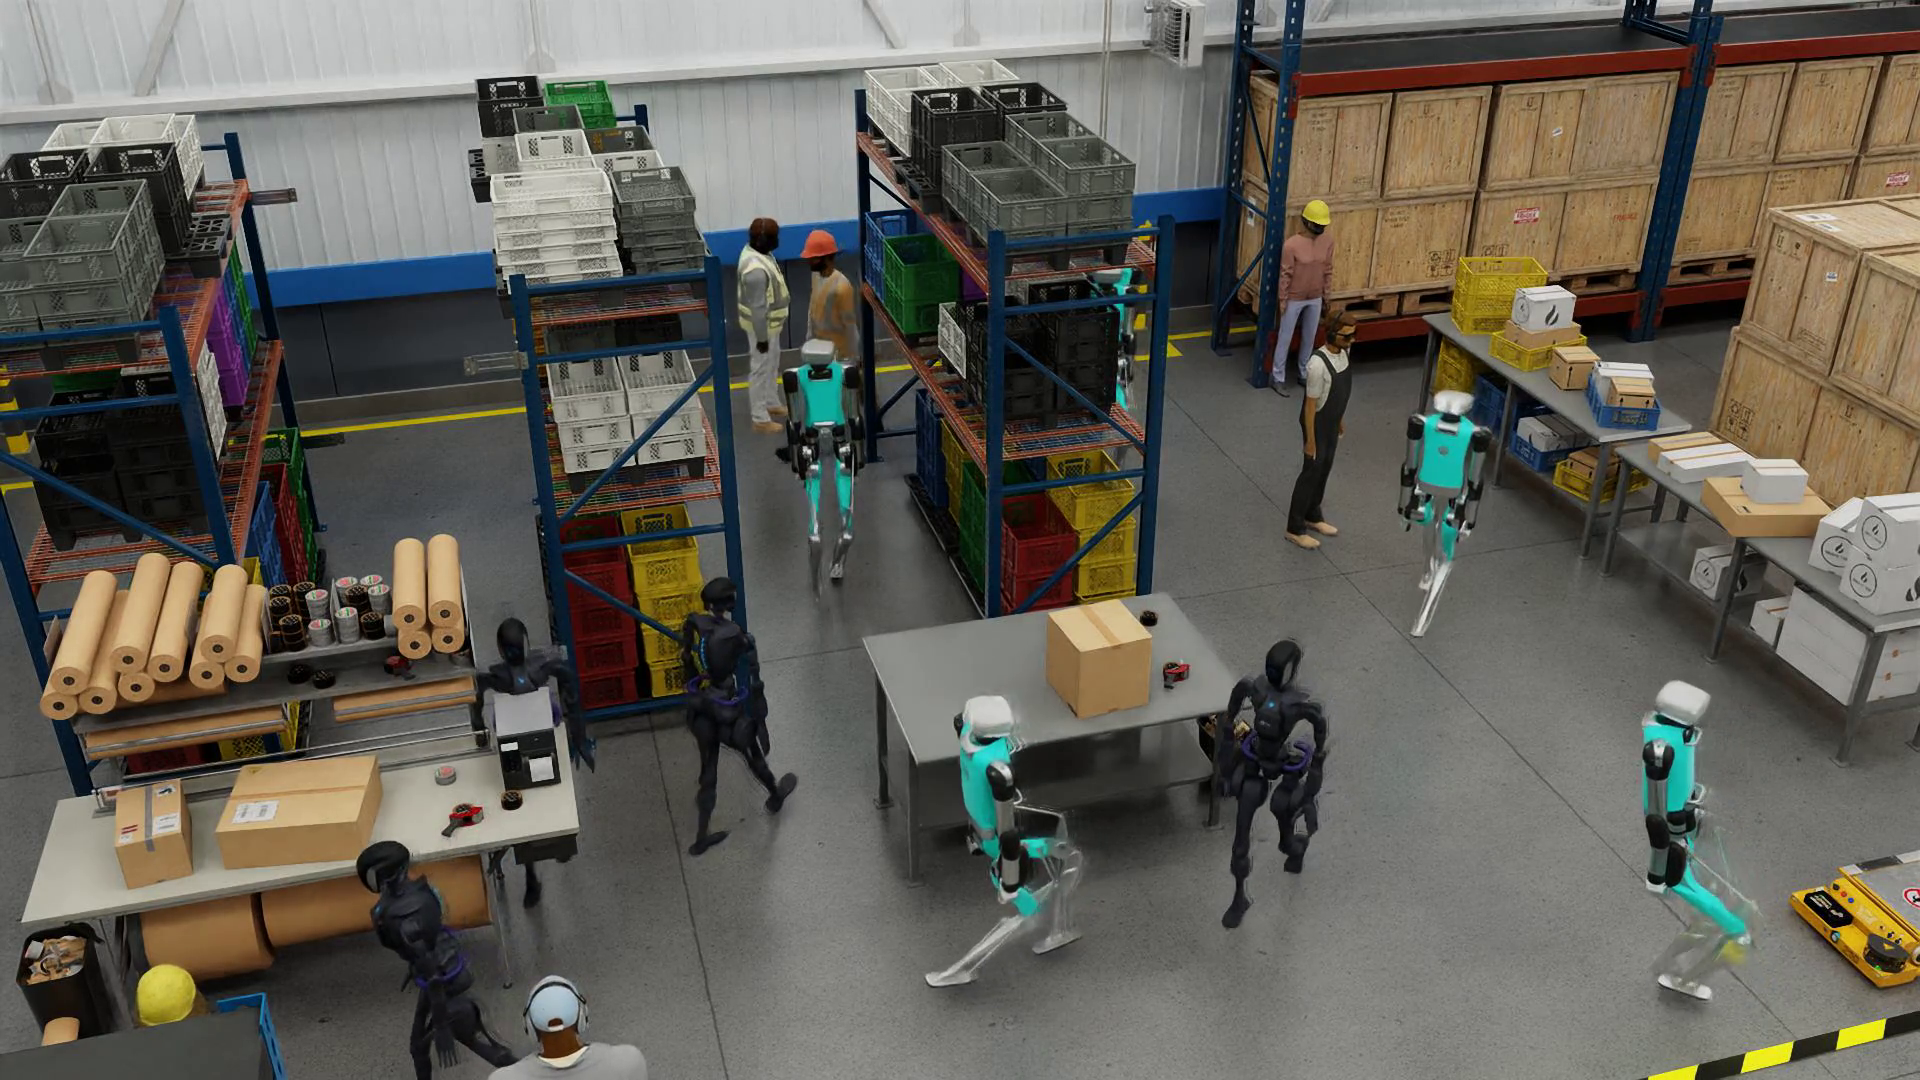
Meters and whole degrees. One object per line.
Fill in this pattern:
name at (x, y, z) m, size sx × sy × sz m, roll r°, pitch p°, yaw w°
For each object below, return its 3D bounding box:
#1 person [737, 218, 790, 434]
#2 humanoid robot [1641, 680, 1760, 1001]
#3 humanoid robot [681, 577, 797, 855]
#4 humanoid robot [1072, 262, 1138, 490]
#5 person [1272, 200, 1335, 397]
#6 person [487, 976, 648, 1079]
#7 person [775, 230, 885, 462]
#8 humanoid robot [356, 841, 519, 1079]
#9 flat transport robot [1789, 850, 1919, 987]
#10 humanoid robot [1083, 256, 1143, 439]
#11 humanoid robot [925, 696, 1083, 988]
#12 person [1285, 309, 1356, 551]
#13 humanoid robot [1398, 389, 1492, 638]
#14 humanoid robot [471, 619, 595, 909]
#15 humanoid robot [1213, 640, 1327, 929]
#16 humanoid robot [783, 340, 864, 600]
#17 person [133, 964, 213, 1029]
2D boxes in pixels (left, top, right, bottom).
person at (-1.612, -1.789, 13.807) m, size 0.445 × 1.828 × 0.638 m, roll -2°, pitch 29°, yaw -4°
humanoid robot at (3.534, 1.549, 7.885) m, size 0.836 × 1.825 × 0.540 m, roll 17°, pitch 33°, yaw 28°
humanoid robot at (-1.270, 0.898, 9.110) m, size 0.585 × 1.628 × 0.757 m, roll 17°, pitch 33°, yaw 28°
humanoid robot at (1.164, -1.182, 12.780) m, size 0.560 × 1.758 × 0.851 m, roll -7°, pitch 30°, yaw -12°
person at (2.996, -2.097, 14.432) m, size 0.523 × 1.761 × 0.336 m, roll -11°, pitch 31°, yaw -19°
person at (-1.415, 2.353, 6.240) m, size 0.587 × 1.850 × 0.388 m, roll -8°, pitch 30°, yaw -14°
person at (-1.044, -1.586, 13.379) m, size 1.033 × 1.874 × 0.551 m, roll -14°, pitch 32°, yaw -24°
humanoid robot at (-2.206, 1.920, 7.257) m, size 0.755 × 1.612 × 0.603 m, roll -14°, pitch 32°, yaw -24°
flat transport robot at (5.163, 1.916, 8.676) m, size 1.431 × 0.231 × 0.659 m, roll -8°, pitch 30°, yaw -14°
humanoid robot at (1.102, -1.606, 13.584) m, size 0.538 × 1.820 × 0.663 m, roll -12°, pitch 31°, yaw -21°
humanoid robot at (0.341, 1.463, 8.020) m, size 1.044 × 1.748 × 0.557 m, roll -11°, pitch 31°, yaw -19°
person at (2.621, -0.806, 12.004) m, size 0.334 × 1.839 × 0.508 m, roll 19°, pitch 34°, yaw 31°
humanoid robot at (3.276, -0.298, 11.206) m, size 0.530 × 1.768 × 0.980 m, roll 14°, pitch 32°, yaw 23°
humanoid robot at (-2.216, 1.111, 8.695) m, size 0.590 × 1.631 × 0.677 m, roll -11°, pitch 31°, yaw -20°
humanoid robot at (1.626, 1.189, 8.573) m, size 0.589 × 1.641 × 0.699 m, roll 16°, pitch 33°, yaw 27°
humanoid robot at (-0.915, -0.384, 11.453) m, size 0.546 × 1.896 × 0.764 m, roll -2°, pitch 29°, yaw -4°
person at (-2.879, 2.317, 6.410) m, size 0.486 × 1.746 × 0.287 m, roll -2°, pitch 29°, yaw -4°
